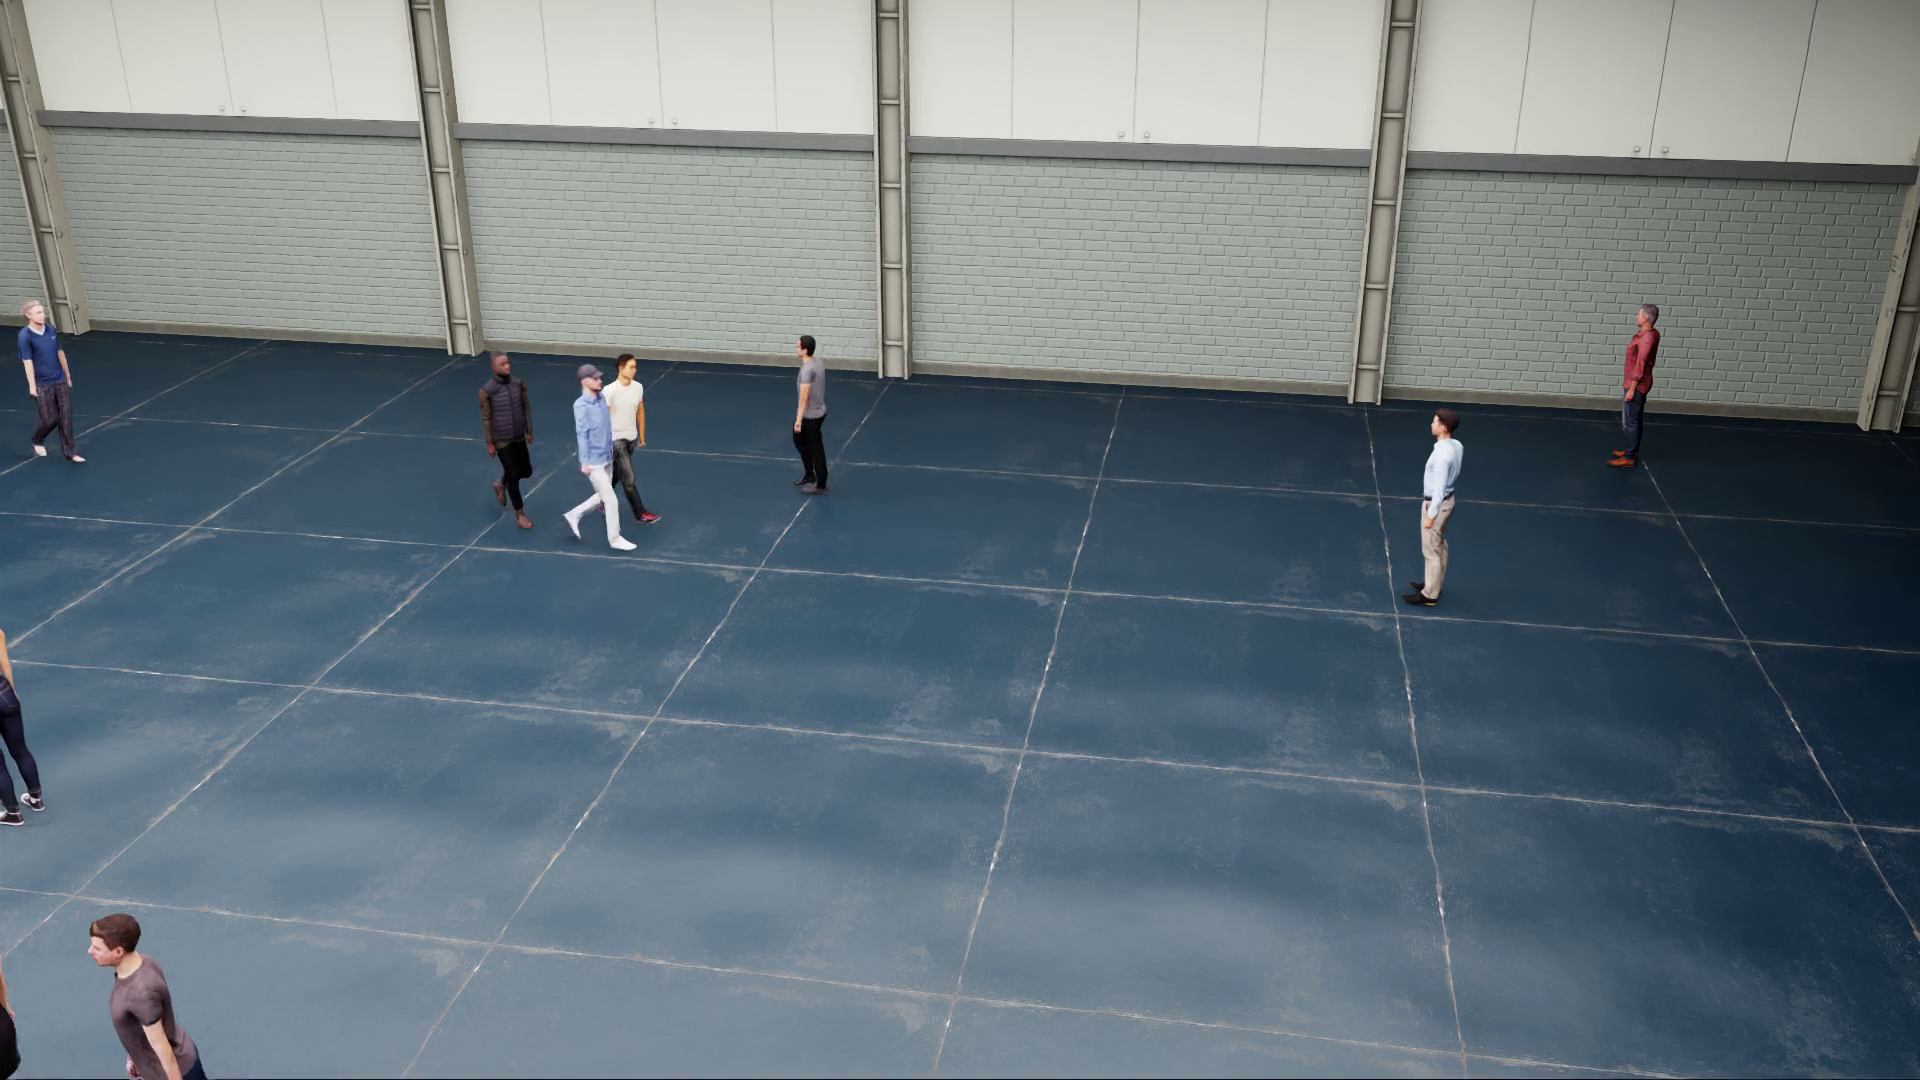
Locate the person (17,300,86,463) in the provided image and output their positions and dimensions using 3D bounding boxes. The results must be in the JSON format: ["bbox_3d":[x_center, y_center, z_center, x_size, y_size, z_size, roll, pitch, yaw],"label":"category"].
[{"bbox_3d":[-10.163,-1.744,18.433,0.899,1.860,0.781,10,25,22],"label":"person"}]

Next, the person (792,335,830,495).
[{"bbox_3d":[-1.488,-1.315,17.572,0.667,1.744,0.672,2,23,5],"label":"person"}]

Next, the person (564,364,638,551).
[{"bbox_3d":[-3.604,-0.811,16.231,1.066,1.865,0.721,6,24,15],"label":"person"}]

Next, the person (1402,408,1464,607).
[{"bbox_3d":[4.318,-0.298,15.051,0.698,1.845,0.722,12,26,27],"label":"person"}]

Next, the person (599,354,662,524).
[{"bbox_3d":[-3.516,-1.027,16.895,1.239,1.743,1.005,19,30,38],"label":"person"}]

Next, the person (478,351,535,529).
[{"bbox_3d":[-4.604,-1.032,16.809,1.126,1.820,0.998,20,30,38],"label":"person"}]

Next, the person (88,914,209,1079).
[{"bbox_3d":[-3.833,2.611,8.247,1.185,1.816,1.071,-12,26,-26],"label":"person"}]

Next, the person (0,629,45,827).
[{"bbox_3d":[-6.801,1.178,11.677,0.634,1.769,0.664,11,25,24],"label":"person"}]

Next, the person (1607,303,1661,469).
[{"bbox_3d":[7.512,-1.722,18.417,0.686,1.831,0.751,13,26,28],"label":"person"}]
